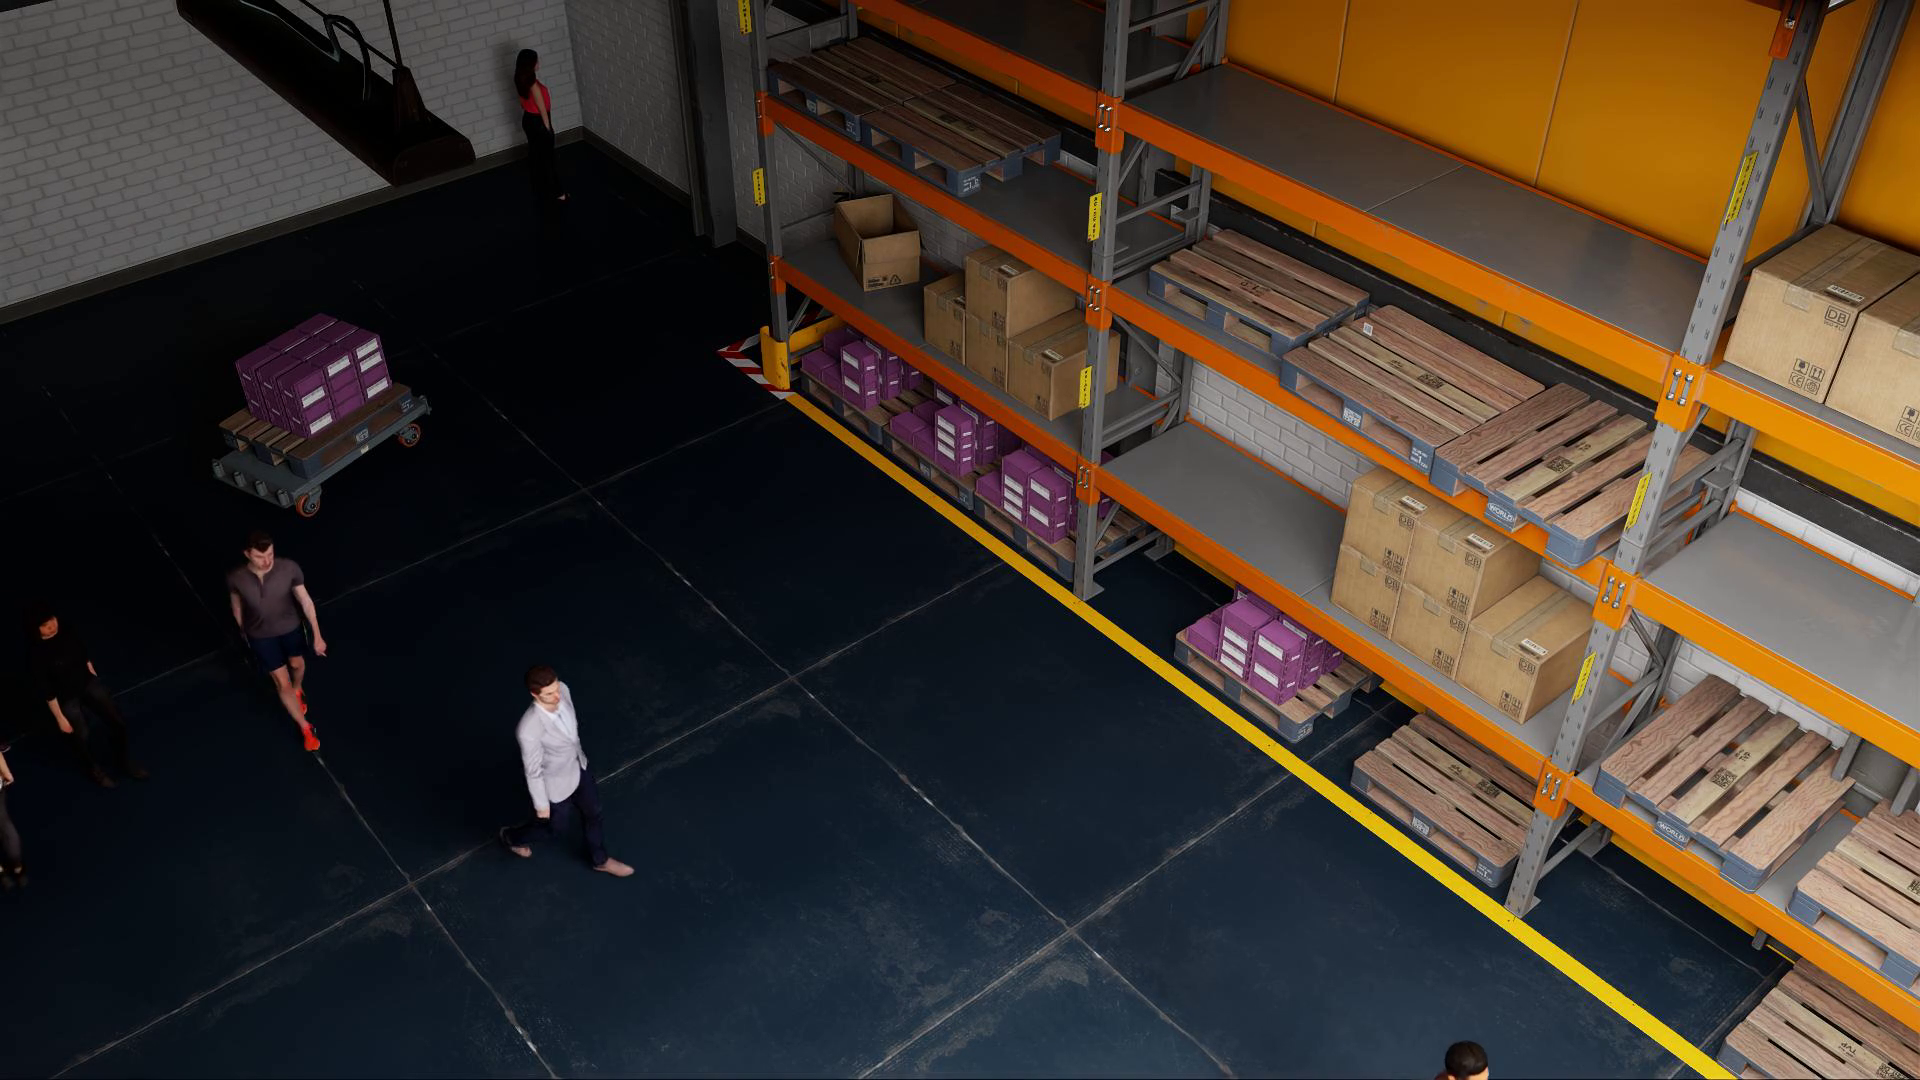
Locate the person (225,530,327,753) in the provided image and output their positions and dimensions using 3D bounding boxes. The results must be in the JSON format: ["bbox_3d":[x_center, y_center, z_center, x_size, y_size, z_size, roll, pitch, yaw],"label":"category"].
[{"bbox_3d":[-4.675,0.573,11.315,0.820,1.799,1.035,-12,40,-15],"label":"person"}]

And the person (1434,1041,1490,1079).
[{"bbox_3d":[2.290,2.999,8.312,0.679,1.755,0.877,-25,45,-28],"label":"person"}]

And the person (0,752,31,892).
[{"bbox_3d":[-6.046,1.563,10.144,0.645,1.712,0.632,-26,45,-29],"label":"person"}]

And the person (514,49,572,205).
[{"bbox_3d":[-4.471,-4.395,17.643,0.474,1.665,0.662,32,48,33],"label":"person"}]

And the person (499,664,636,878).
[{"bbox_3d":[-2.541,1.431,10.222,1.197,1.823,1.043,10,40,12],"label":"person"}]

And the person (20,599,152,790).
[{"bbox_3d":[-5.874,0.999,10.920,0.758,1.626,0.717,16,41,19],"label":"person"}]
